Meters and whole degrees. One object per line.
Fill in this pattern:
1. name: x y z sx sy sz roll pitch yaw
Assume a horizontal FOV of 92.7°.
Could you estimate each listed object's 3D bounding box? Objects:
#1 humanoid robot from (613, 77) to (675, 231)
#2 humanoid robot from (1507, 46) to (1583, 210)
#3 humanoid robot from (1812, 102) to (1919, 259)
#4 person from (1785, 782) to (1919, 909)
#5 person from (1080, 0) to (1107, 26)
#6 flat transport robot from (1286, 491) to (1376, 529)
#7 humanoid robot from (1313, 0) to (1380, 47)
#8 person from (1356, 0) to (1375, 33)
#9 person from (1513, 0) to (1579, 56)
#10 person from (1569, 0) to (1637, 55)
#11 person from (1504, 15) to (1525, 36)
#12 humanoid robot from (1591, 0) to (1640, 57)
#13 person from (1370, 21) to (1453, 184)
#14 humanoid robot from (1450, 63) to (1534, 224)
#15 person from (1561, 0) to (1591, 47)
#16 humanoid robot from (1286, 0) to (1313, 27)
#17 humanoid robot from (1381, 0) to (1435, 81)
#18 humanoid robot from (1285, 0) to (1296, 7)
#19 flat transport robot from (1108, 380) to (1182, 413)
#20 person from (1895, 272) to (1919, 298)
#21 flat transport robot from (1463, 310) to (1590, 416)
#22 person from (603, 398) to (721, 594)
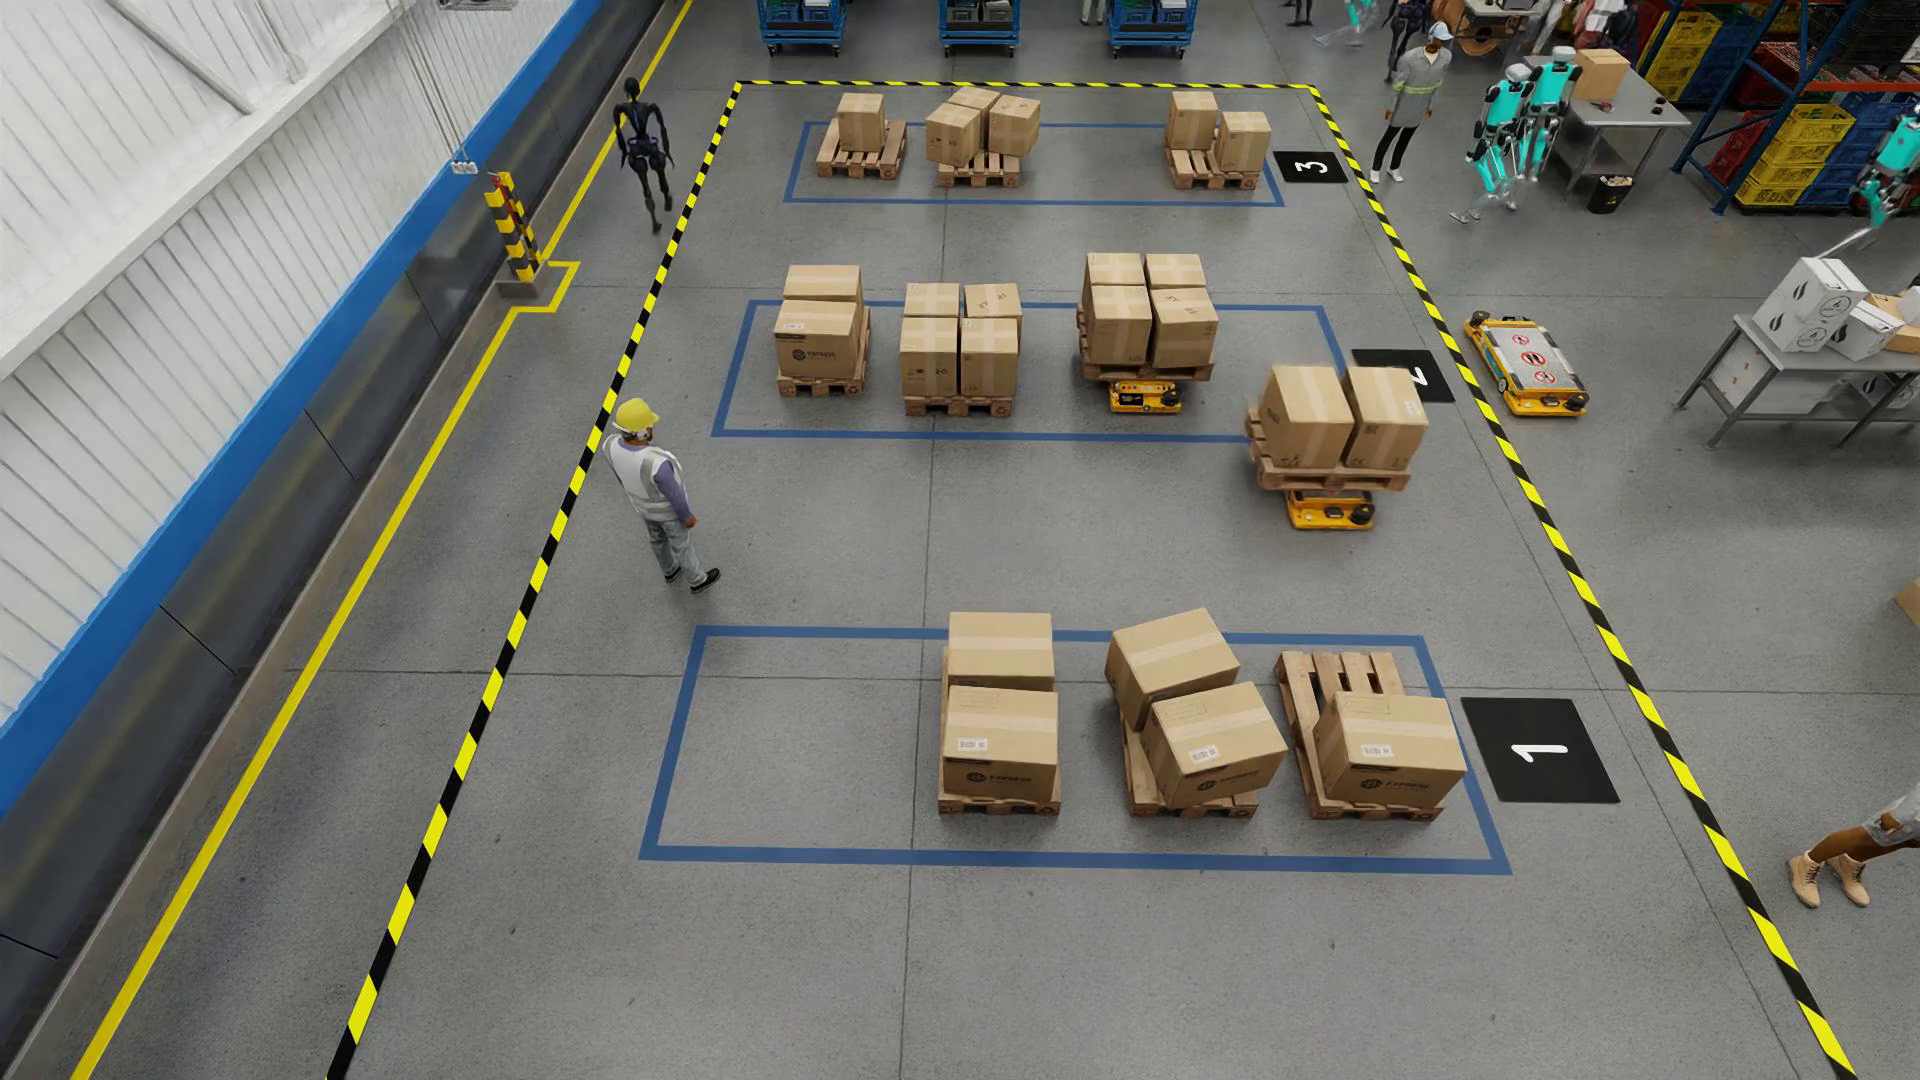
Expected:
1. humanoid robot: -3.607 -4.412 10.461 0.603 1.644 0.789 -7 49 -6
2. humanoid robot: 6.671 -4.626 10.585 0.554 1.799 0.783 5 49 4
3. humanoid robot: 10.126 -3.821 9.897 0.939 1.794 0.558 -8 50 -7
4. person: 5.478 1.505 5.056 0.606 2.048 0.365 0 49 0
5. person: 2.191 -9.050 14.334 0.565 1.832 0.398 -5 49 -4
6. flat transport robot: 3.148 -0.686 8.109 0.652 0.197 1.431 1 49 1
7. humanoid robot: 5.975 -8.186 13.643 0.986 1.739 0.547 19 52 16
8. person: 6.549 -8.997 14.360 0.518 1.704 0.808 22 53 18
9. person: 8.779 -8.027 13.456 0.699 1.812 0.430 26 54 21
10. person: 8.682 -6.927 12.469 0.606 1.879 0.659 19 52 16
11. person: 8.919 -8.872 14.040 0.604 2.045 0.375 -22 53 -18
12. humanoid robot: 8.547 -6.357 12.114 0.607 1.644 0.427 -15 51 -13
13. person: 5.421 -5.213 10.997 0.597 1.852 0.373 -4 49 -4
14. humanoid robot: 6.017 -4.313 10.204 0.533 1.681 0.735 -12 50 -10
15. person: 8.973 -7.662 13.089 0.890 1.894 0.598 -30 55 -23
16. humanoid robot: 5.562 -8.975 14.364 0.386 1.648 0.615 30 55 23
17. humanoid robot: 6.421 -7.474 13.115 0.616 1.647 0.766 5 49 5
18. humanoid robot: 5.749 -9.623 14.935 0.573 1.641 0.584 -11 50 -9
19. flat transport robot: 1.773 -1.807 9.079 0.652 0.197 1.431 1 49 1
20. person: 10.362 -3.168 9.242 0.336 1.838 0.505 -29 55 -22
21. flat transport robot: 5.573 -1.757 9.054 0.659 0.231 1.431 1 49 1
22. person: -2.200 -0.290 6.756 0.588 1.822 0.403 24 53 19
